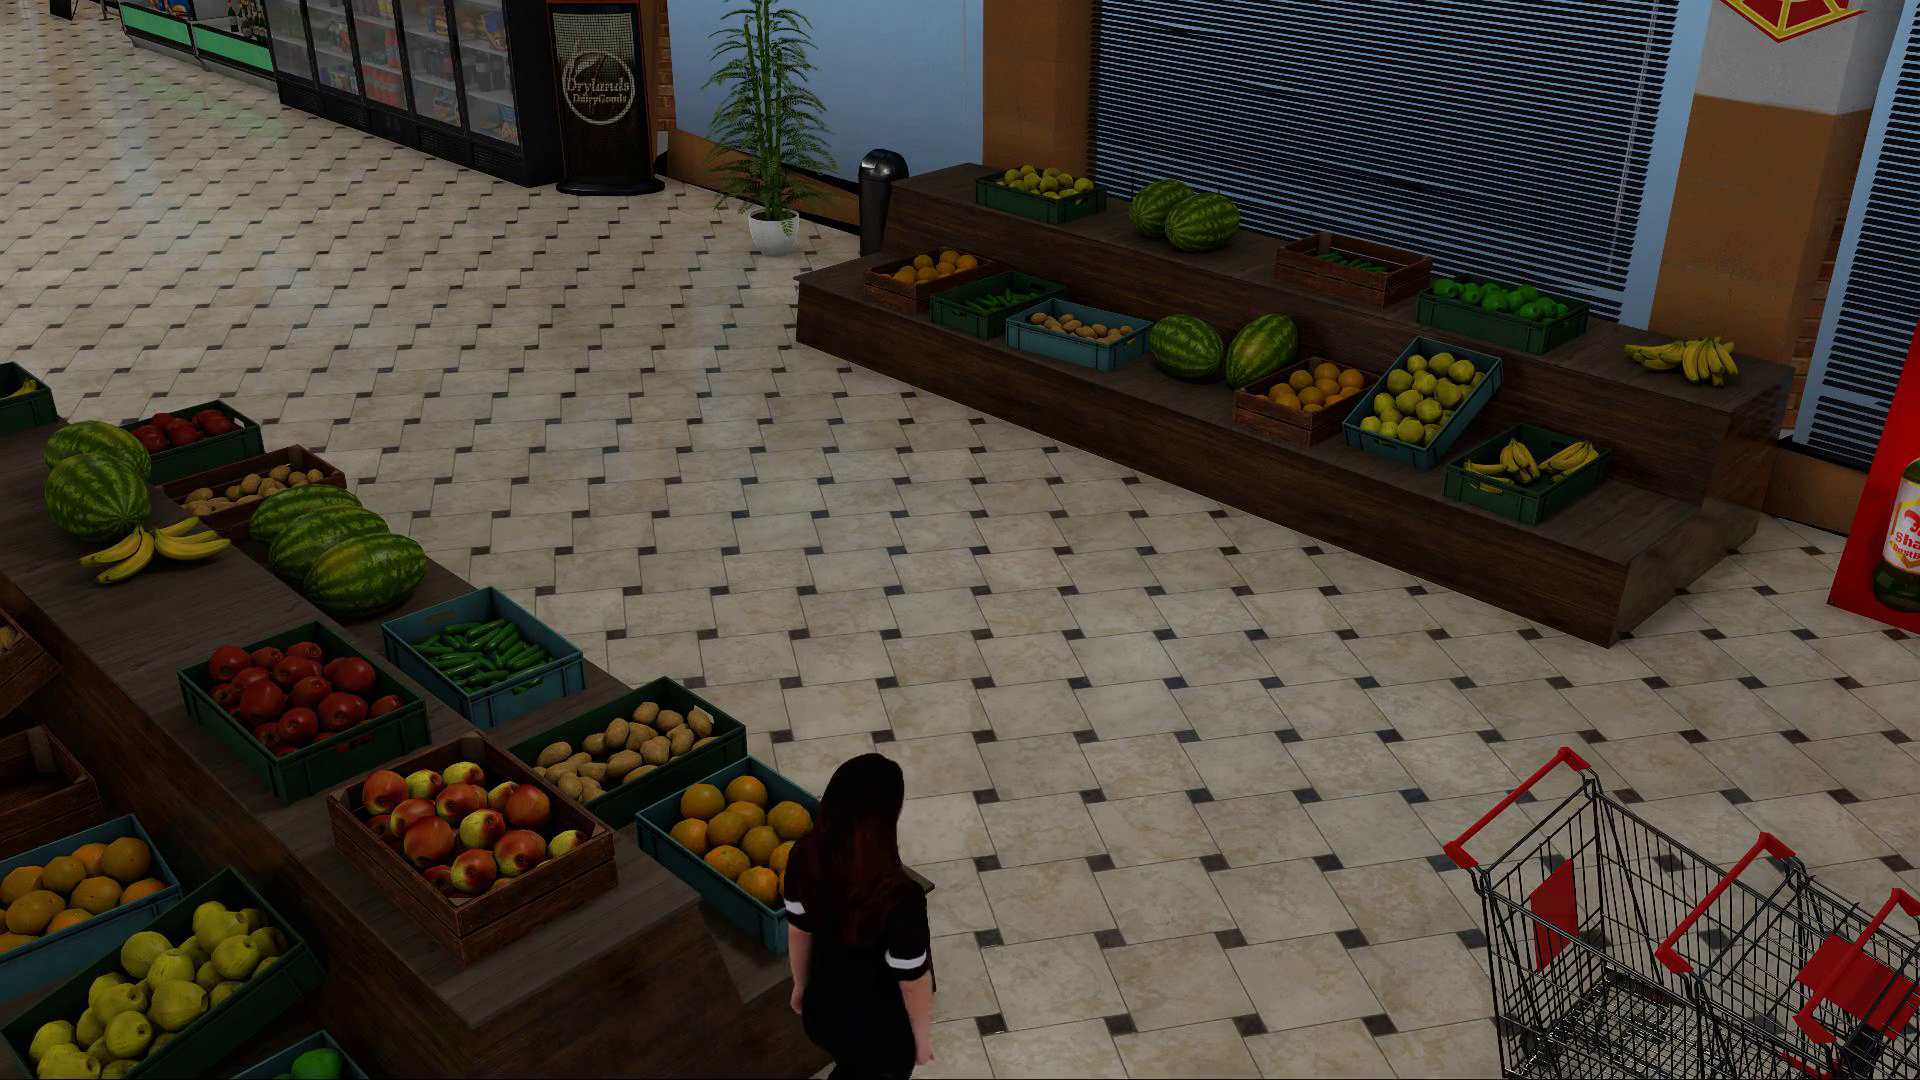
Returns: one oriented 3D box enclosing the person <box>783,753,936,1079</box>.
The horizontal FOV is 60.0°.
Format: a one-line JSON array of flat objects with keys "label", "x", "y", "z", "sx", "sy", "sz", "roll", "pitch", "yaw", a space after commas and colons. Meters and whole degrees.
[{"label": "person", "x": -0.318, "y": 1.327, "z": 4.529, "sx": 0.703, "sy": 1.626, "sz": 0.734, "roll": 17, "pitch": 32, "yaw": 31}]
